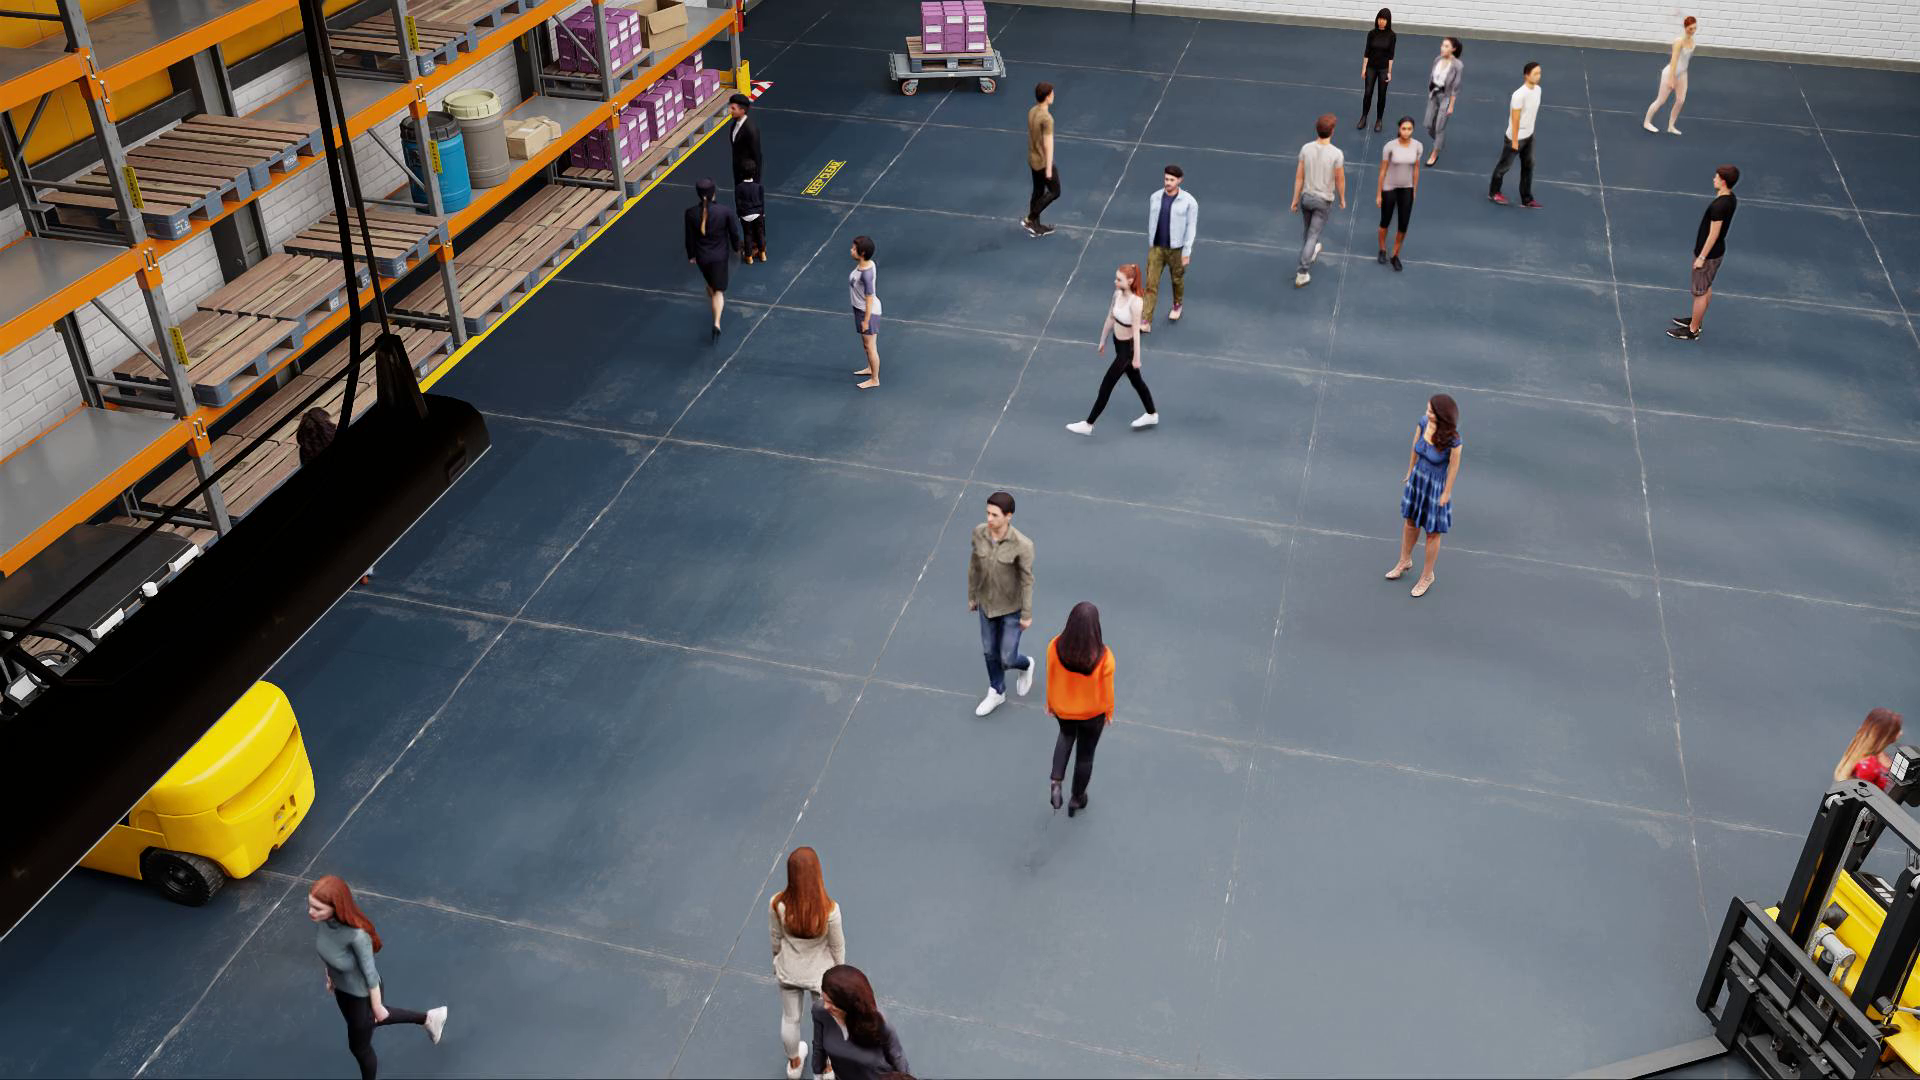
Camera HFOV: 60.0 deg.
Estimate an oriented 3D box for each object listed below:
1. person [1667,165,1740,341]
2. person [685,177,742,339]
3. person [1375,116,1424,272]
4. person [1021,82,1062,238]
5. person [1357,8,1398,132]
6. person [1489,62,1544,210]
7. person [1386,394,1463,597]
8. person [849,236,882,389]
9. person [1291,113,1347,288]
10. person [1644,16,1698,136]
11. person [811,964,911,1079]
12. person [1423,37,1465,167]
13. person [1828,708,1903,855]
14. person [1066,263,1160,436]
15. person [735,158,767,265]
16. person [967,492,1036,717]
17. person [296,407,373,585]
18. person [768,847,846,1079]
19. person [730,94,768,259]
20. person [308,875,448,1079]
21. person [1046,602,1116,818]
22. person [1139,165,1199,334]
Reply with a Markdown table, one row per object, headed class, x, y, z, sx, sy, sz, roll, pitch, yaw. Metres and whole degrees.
| class | x | y | z | sx | sy | sz | roll | pitch | yaw |
| --- | --- | --- | --- | --- | --- | --- | --- | --- | --- |
| person | 7.733 | -2.973 | 17.160 | 0.810 | 1.861 | 0.622 | 20 | 38 | 27 |
| person | -2.558 | -2.877 | 17.225 | 0.848 | 1.628 | 1.138 | 1 | 34 | 2 |
| person | 4.908 | -3.956 | 18.758 | 0.709 | 1.730 | 0.826 | 2 | 34 | 2 |
| person | 0.867 | -4.369 | 19.276 | 0.908 | 1.843 | 0.837 | -12 | 35 | -17 |
| person | 5.658 | -6.367 | 22.467 | 0.576 | 1.639 | 0.539 | 13 | 36 | 18 |
| person | 6.707 | -4.923 | 20.170 | 1.028 | 1.776 | 1.050 | -22 | 39 | -29 |
| person | 3.732 | -0.373 | 13.296 | 0.807 | 1.807 | 0.748 | -18 | 38 | -25 |
| person | -0.922 | -2.262 | 16.357 | 0.699 | 1.565 | 0.576 | -4 | 34 | -6 |
| person | 3.880 | -3.684 | 18.240 | 0.912 | 1.850 | 1.247 | 18 | 38 | 25 |
| person | 9.526 | -6.241 | 22.301 | 0.804 | 1.612 | 0.861 | -24 | 40 | -31 |
| person | -0.440 | 2.754 | 8.679 | 0.780 | 1.712 | 1.120 | 12 | 36 | 18 |
| person | 6.246 | -5.626 | 21.326 | 0.830 | 1.668 | 0.772 | -21 | 39 | -28 |
| person | 5.524 | 1.692 | 10.384 | 0.657 | 1.593 | 0.525 | 13 | 36 | 19 |
| person | 1.623 | -1.759 | 15.489 | 1.116 | 1.688 | 1.184 | -11 | 35 | -17 |
| person | -2.366 | -3.746 | 18.898 | 0.579 | 1.224 | 0.621 | -12 | 35 | -17 |
| person | 0.362 | 0.430 | 12.048 | 0.861 | 1.853 | 0.933 | 22 | 40 | 30 |
| person | -5.059 | -0.357 | 13.441 | 0.699 | 1.622 | 0.717 | -10 | 35 | -14 |
| person | -0.851 | 2.391 | 9.227 | 0.600 | 1.709 | 0.561 | 4 | 34 | 6 |
| person | -2.395 | -4.134 | 18.923 | 0.812 | 1.843 | 0.755 | -21 | 39 | -28 |
| person | -3.242 | 2.438 | 9.140 | 0.887 | 1.727 | 1.073 | 27 | 42 | 35 |
| person | 0.756 | 1.185 | 11.013 | 0.692 | 1.741 | 0.718 | 16 | 37 | 23 |
| person | 2.224 | -3.062 | 17.381 | 0.847 | 1.764 | 1.229 | 15 | 37 | 22 |
